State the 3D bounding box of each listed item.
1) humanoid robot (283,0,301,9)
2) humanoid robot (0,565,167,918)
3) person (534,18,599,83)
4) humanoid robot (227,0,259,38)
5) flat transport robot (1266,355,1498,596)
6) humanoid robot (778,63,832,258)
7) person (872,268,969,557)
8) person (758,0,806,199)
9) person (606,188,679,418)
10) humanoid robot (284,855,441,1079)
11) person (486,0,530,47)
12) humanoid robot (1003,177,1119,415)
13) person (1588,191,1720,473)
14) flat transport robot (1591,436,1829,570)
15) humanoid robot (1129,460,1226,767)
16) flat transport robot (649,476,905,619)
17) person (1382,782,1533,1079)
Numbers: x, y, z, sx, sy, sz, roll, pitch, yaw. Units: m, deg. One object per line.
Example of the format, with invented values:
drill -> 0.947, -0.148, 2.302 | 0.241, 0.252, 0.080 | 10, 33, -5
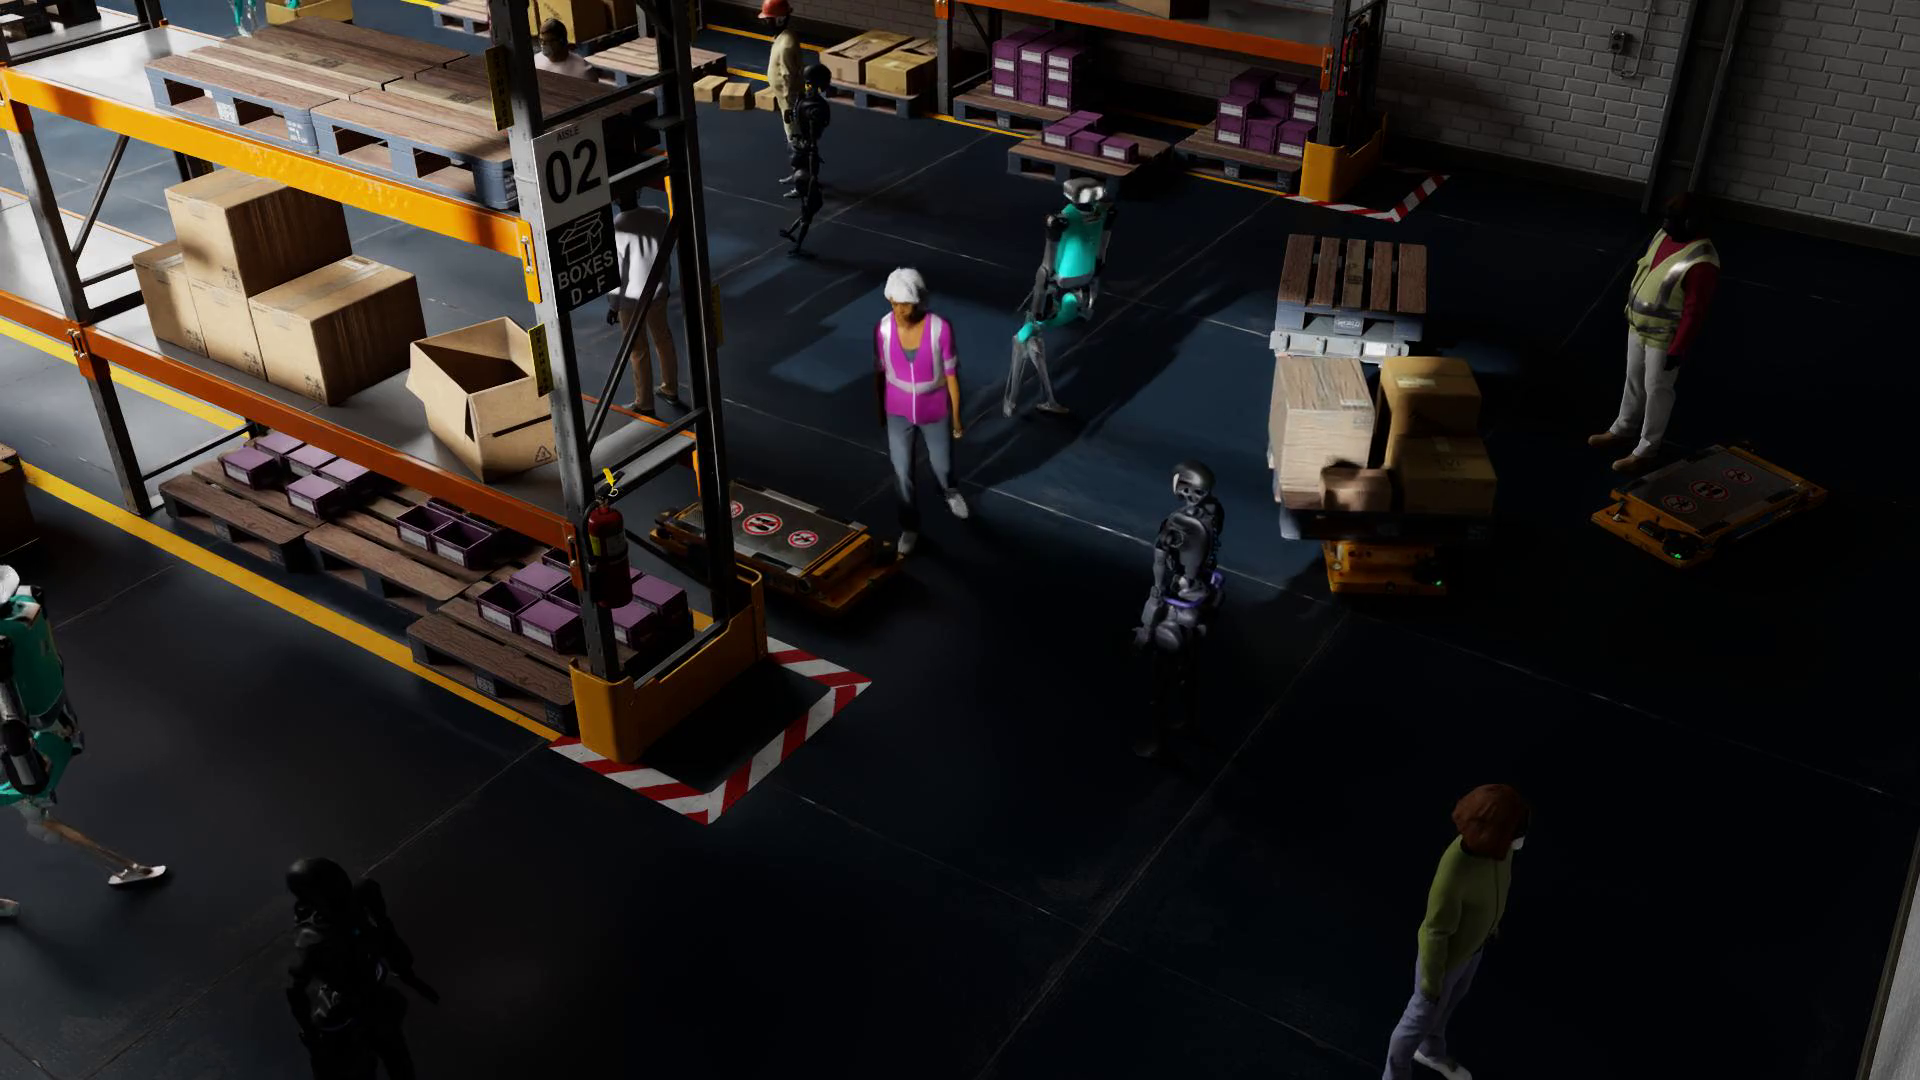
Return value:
humanoid robot -> -7.188, -6.149, 17.987 | 0.891, 1.747, 0.568 | 21, 39, 29
humanoid robot -> -4.161, 0.918, 7.151 | 0.999, 1.778, 0.545 | -4, 33, -7
person -> -3.111, -3.176, 13.225 | 0.627, 1.940, 0.379 | 14, 35, 20
humanoid robot -> -7.664, -5.915, 17.632 | 0.551, 1.789, 0.871 | -25, 40, -33
flat transport robot -> 2.498, -0.139, 10.086 | 0.659, 0.231, 1.431 | 2, 33, 3
humanoid robot -> -1.235, -2.990, 13.186 | 0.476, 1.626, 0.622 | -5, 33, -7
person -> -0.230, -0.809, 9.705 | 0.542, 1.817, 0.632 | 3, 33, 5
person -> -1.520, -3.856, 14.455 | 0.383, 1.738, 0.576 | -6, 34, -9
person -> -2.145, -1.650, 11.055 | 0.335, 1.742, 0.561 | 22, 39, 30
humanoid robot -> -2.201, 1.710, 5.967 | 0.536, 1.642, 0.597 | 8, 34, 12
person -> -4.054, -4.382, 15.068 | 0.498, 1.950, 0.420 | 26, 41, 34
humanoid robot -> 0.565, -1.613, 11.019 | 0.604, 1.781, 0.863 | -21, 38, -29
person -> 4.373, -1.306, 10.440 | 0.429, 1.843, 0.629 | -4, 33, -6
flat transport robot -> 4.634, -0.240, 10.242 | 1.431, 0.231, 0.659 | -20, 38, -27
humanoid robot -> 1.075, 0.341, 8.059 | 0.326, 1.655, 0.589 | 24, 40, 32
flat transport robot -> -1.095, 0.018, 9.845 | 1.431, 0.231, 0.659 | 20, 38, 28
person -> 1.876, 1.538, 6.265 | 0.283, 1.626, 0.494 | 27, 42, 35
